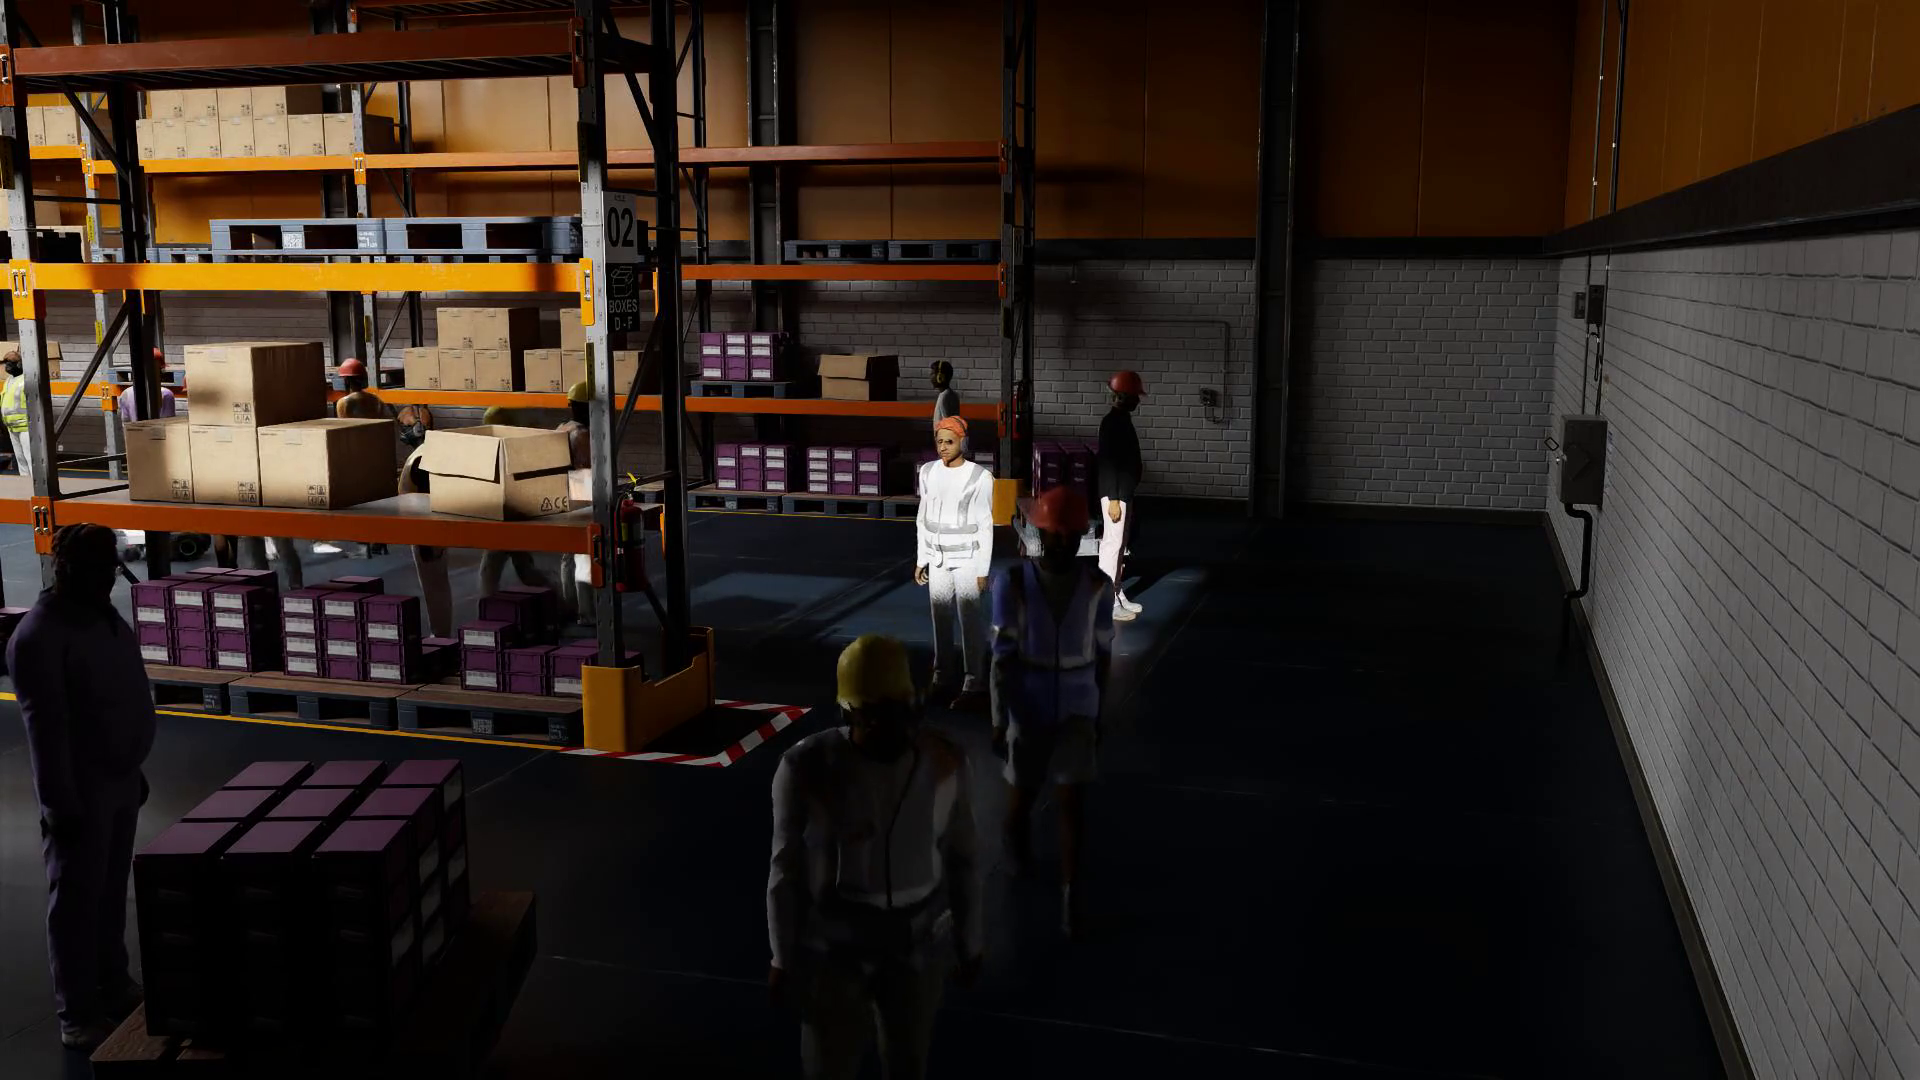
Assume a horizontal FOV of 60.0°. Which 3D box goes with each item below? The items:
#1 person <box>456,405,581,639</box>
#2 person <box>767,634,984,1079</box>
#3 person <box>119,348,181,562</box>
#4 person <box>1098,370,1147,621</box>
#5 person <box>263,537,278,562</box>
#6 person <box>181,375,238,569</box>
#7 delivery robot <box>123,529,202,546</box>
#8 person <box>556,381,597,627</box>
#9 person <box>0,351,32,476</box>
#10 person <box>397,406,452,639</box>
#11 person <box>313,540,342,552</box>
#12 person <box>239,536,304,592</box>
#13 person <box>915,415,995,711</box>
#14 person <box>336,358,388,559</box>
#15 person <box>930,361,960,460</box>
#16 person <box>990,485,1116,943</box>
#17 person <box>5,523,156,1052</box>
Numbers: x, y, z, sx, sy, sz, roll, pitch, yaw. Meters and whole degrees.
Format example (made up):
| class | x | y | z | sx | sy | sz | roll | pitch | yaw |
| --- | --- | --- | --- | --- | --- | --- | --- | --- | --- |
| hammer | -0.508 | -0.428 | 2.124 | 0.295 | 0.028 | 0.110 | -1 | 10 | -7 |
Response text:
| class | x | y | z | sx | sy | sz | roll | pitch | yaw |
| --- | --- | --- | --- | --- | --- | --- | --- | --- | --- |
| person | -3.334 | -0.125 | 12.533 | 0.886 | 1.787 | 0.597 | 0 | 9 | -3 |
| person | -0.229 | 1.145 | 4.741 | 0.638 | 1.815 | 0.442 | -3 | 10 | -15 |
| person | -7.684 | -0.810 | 15.907 | 0.604 | 2.044 | 0.375 | 3 | 10 | 16 |
| person | 1.291 | -0.365 | 13.347 | 0.384 | 1.993 | 0.609 | 3 | 10 | 17 |
| person | -6.767 | -0.671 | 15.992 | 0.771 | 1.737 | 0.529 | 8 | 12 | 40 |
| person | -6.541 | -0.520 | 14.484 | 0.385 | 1.929 | 0.547 | 0 | 9 | -3 |
| delivery robot | -7.655 | -0.130 | 16.002 | 0.707 | 0.478 | 0.477 | -2 | 10 | -15 |
| person | -2.963 | -0.282 | 13.068 | 0.381 | 1.918 | 0.584 | -7 | 12 | -36 |
| person | -11.061 | -1.316 | 19.639 | 0.624 | 1.835 | 0.429 | 7 | 11 | 35 |
| person | -3.813 | -0.043 | 11.876 | 0.428 | 1.836 | 0.626 | -2 | 10 | -13 |
| person | -6.452 | -0.725 | 16.353 | 0.595 | 1.725 | 0.500 | -1 | 9 | -8 |
| person | -5.548 | -0.299 | 13.274 | 0.684 | 1.897 | 0.416 | 0 | 9 | -1 |
| person | -0.039 | 0.143 | 10.605 | 0.575 | 1.880 | 0.359 | 7 | 12 | 37 |
| person | -5.811 | -0.785 | 16.075 | 0.373 | 1.934 | 0.551 | 4 | 10 | 23 |
| person | -0.150 | -0.890 | 16.941 | 0.309 | 1.864 | 0.535 | 2 | 9 | 10 |
| person | 0.386 | 0.691 | 7.174 | 0.553 | 1.912 | 0.799 | -1 | 9 | -4 |
| person | -3.123 | 0.881 | 6.036 | 0.406 | 1.902 | 0.636 | -1 | 9 | -5 |
